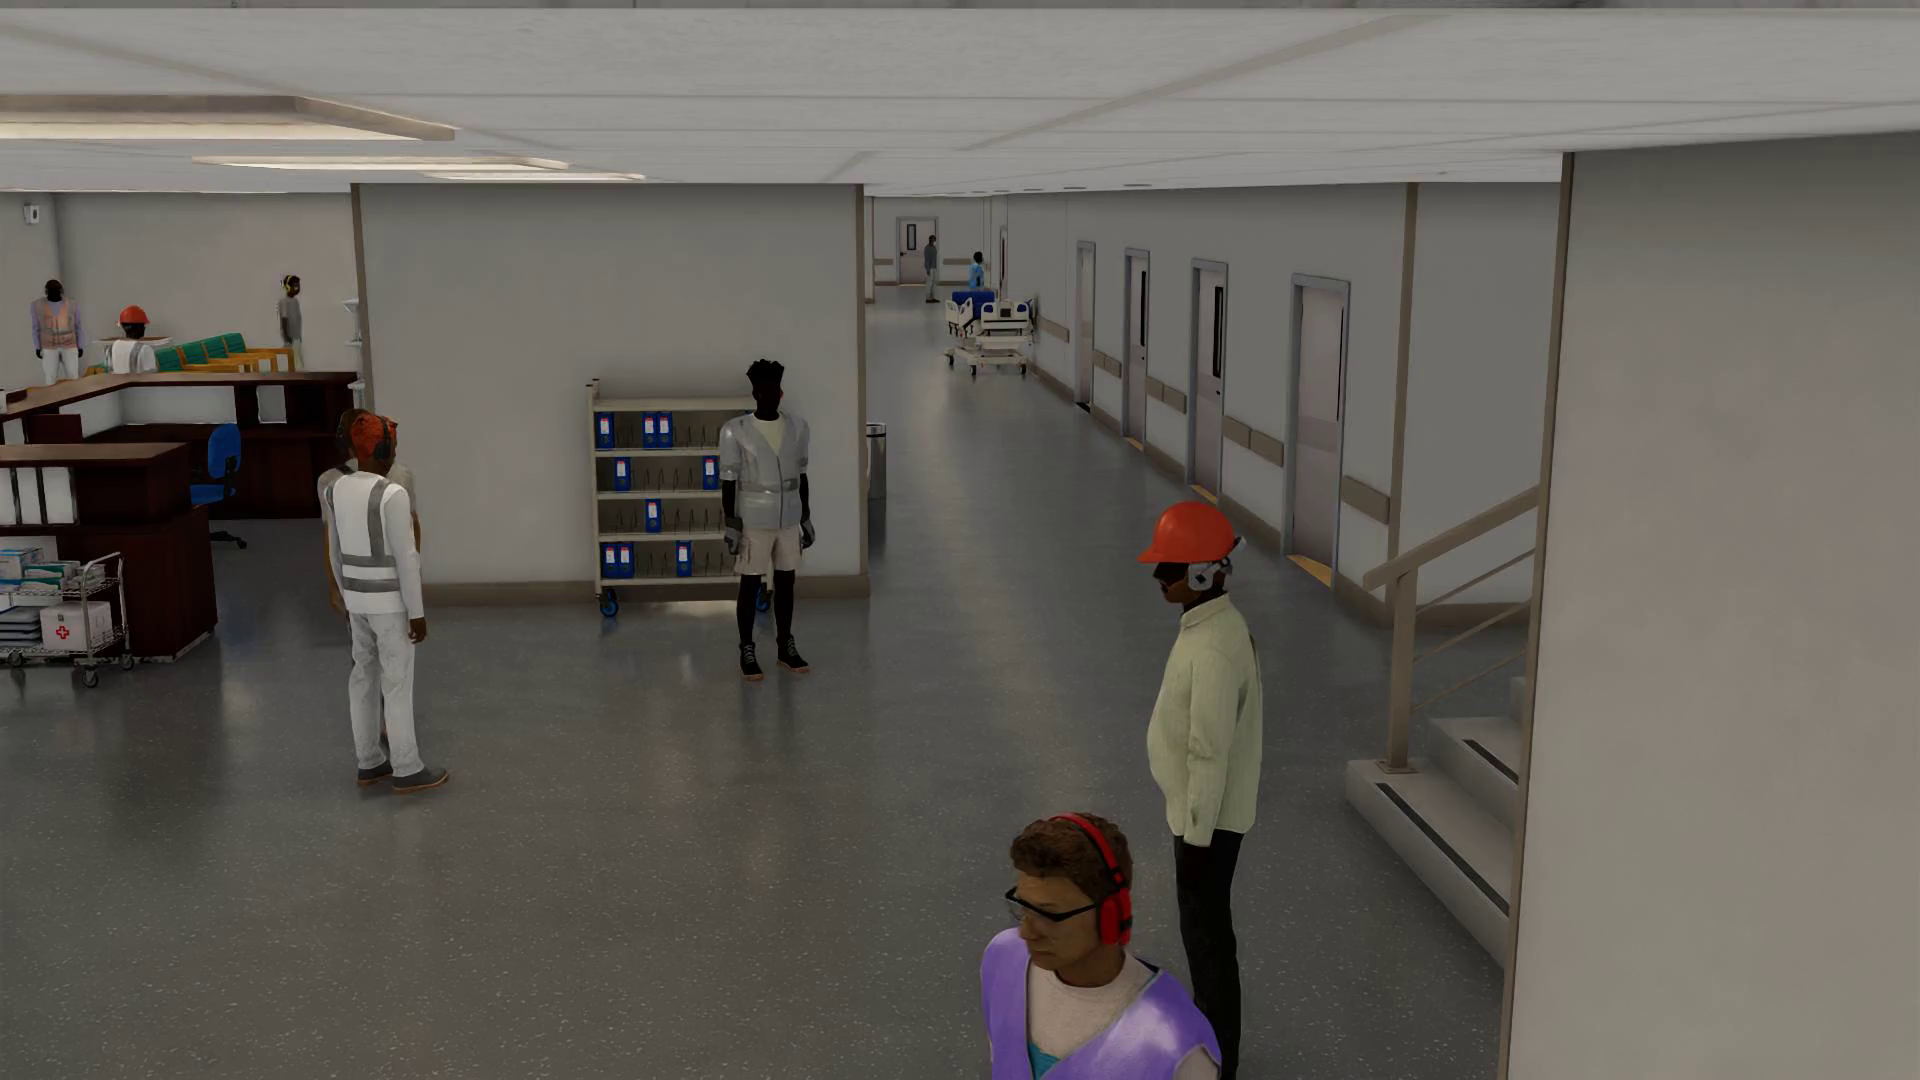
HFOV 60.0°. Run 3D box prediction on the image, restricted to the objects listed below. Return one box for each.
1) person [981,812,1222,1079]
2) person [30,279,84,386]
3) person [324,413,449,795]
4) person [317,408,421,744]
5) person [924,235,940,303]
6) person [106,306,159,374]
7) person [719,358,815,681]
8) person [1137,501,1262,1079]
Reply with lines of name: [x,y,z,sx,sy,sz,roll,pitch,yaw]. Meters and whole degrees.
person: [0.248,1.376,3.146,0.376,1.836,0.566,-9,15,-37]
person: [-12.425,-2.672,22.946,0.626,1.837,0.430,-6,13,-29]
person: [-2.845,0.317,8.199,0.572,1.884,0.356,7,14,31]
person: [-3.225,0.172,9.148,0.519,1.787,1.001,-5,12,-21]
person: [-0.815,-7.701,47.282,0.389,1.927,0.640,5,12,21]
person: [-8.037,-1.354,16.360,0.570,1.881,0.981,6,13,26]
person: [-1.169,-0.131,10.181,0.614,1.964,0.361,-8,14,-33]
person: [0.752,0.856,5.326,0.406,1.986,0.607,1,12,7]
